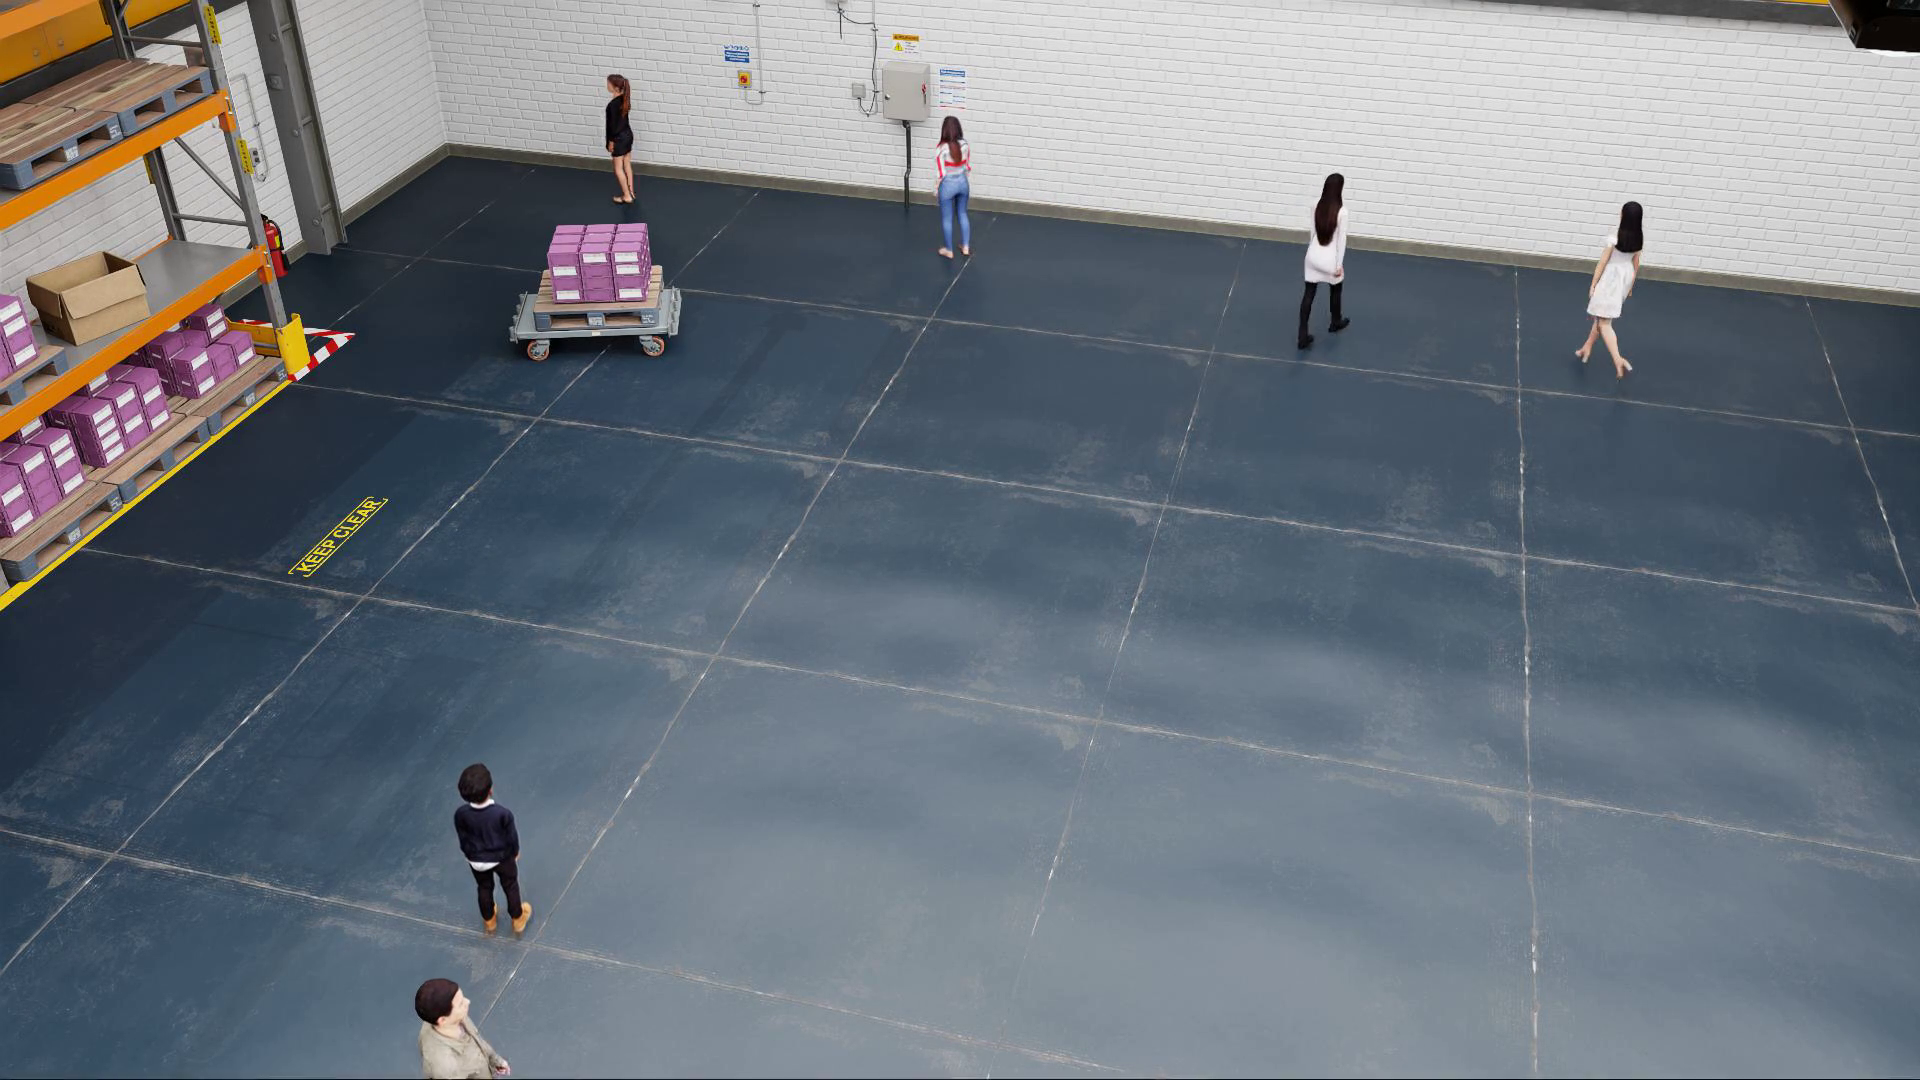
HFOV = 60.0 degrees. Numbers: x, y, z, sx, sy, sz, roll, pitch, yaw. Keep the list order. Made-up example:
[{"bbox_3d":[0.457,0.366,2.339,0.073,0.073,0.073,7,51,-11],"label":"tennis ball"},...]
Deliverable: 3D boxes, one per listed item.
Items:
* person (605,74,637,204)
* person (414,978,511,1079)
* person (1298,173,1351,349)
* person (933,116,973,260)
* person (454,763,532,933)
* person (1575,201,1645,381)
[{"bbox_3d":[-4.034,-4.778,19.750,0.644,1.547,0.507,16,37,23],"label":"person"},{"bbox_3d":[-2.466,2.807,8.064,0.984,1.852,0.927,-14,36,-20],"label":"person"},{"bbox_3d":[3.531,-2.727,16.452,0.912,1.783,1.073,27,42,35],"label":"person"},{"bbox_3d":[-0.064,-3.897,18.365,0.662,1.614,0.719,-17,37,-23],"label":"person"},{"bbox_3d":[-2.837,1.873,10.041,0.545,1.220,0.521,1,34,1],"label":"person"},{"bbox_3d":[6.284,-2.357,15.930,0.972,1.745,1.197,-8,35,-12],"label":"person"}]
